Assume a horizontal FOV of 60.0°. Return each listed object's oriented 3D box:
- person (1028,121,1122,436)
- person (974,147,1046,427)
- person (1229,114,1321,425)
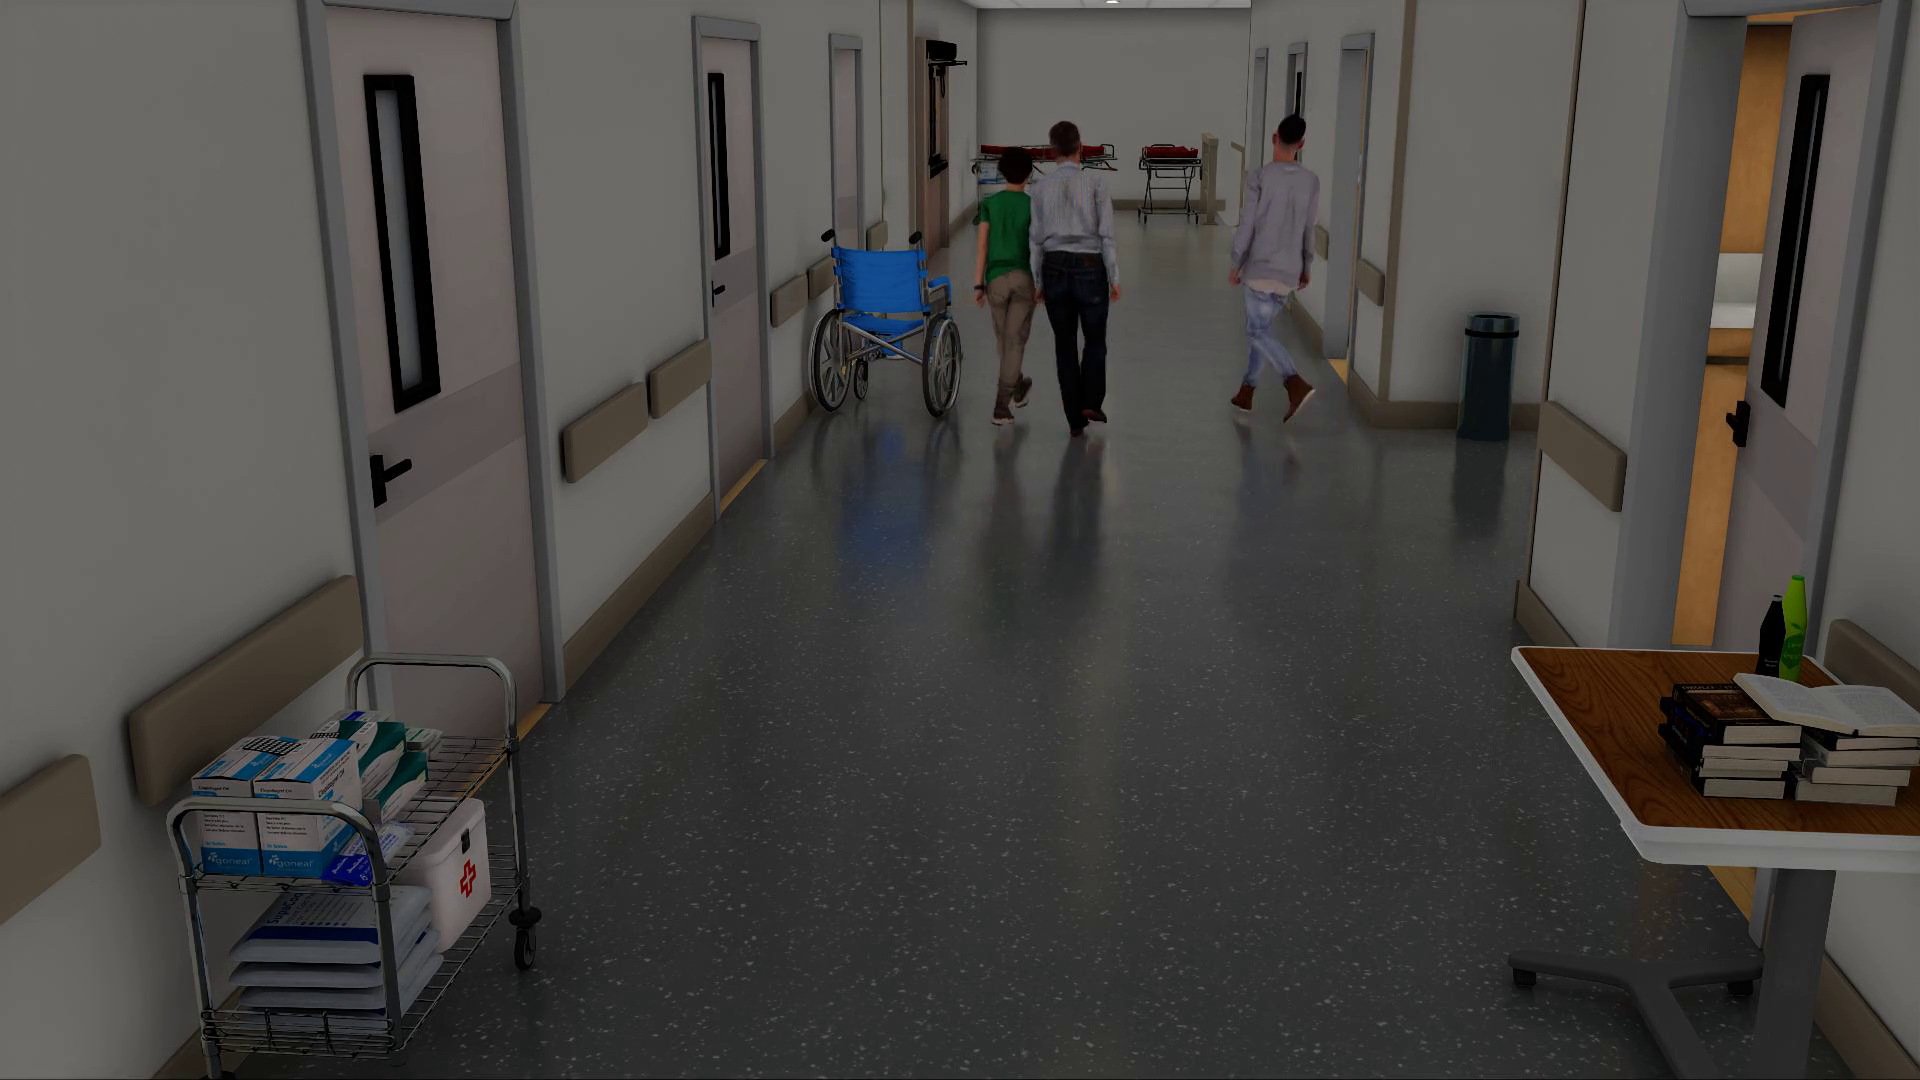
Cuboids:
[{"bbox_3d":[0.634,-1.492,9.627,0.764,1.784,0.694,5,17,18],"label":"person"},{"bbox_3d":[0.296,-1.464,9.856,0.758,1.606,1.160,5,16,16],"label":"person"},{"bbox_3d":[1.921,-1.602,9.990,1.048,1.800,1.224,-8,18,-27],"label":"person"}]
